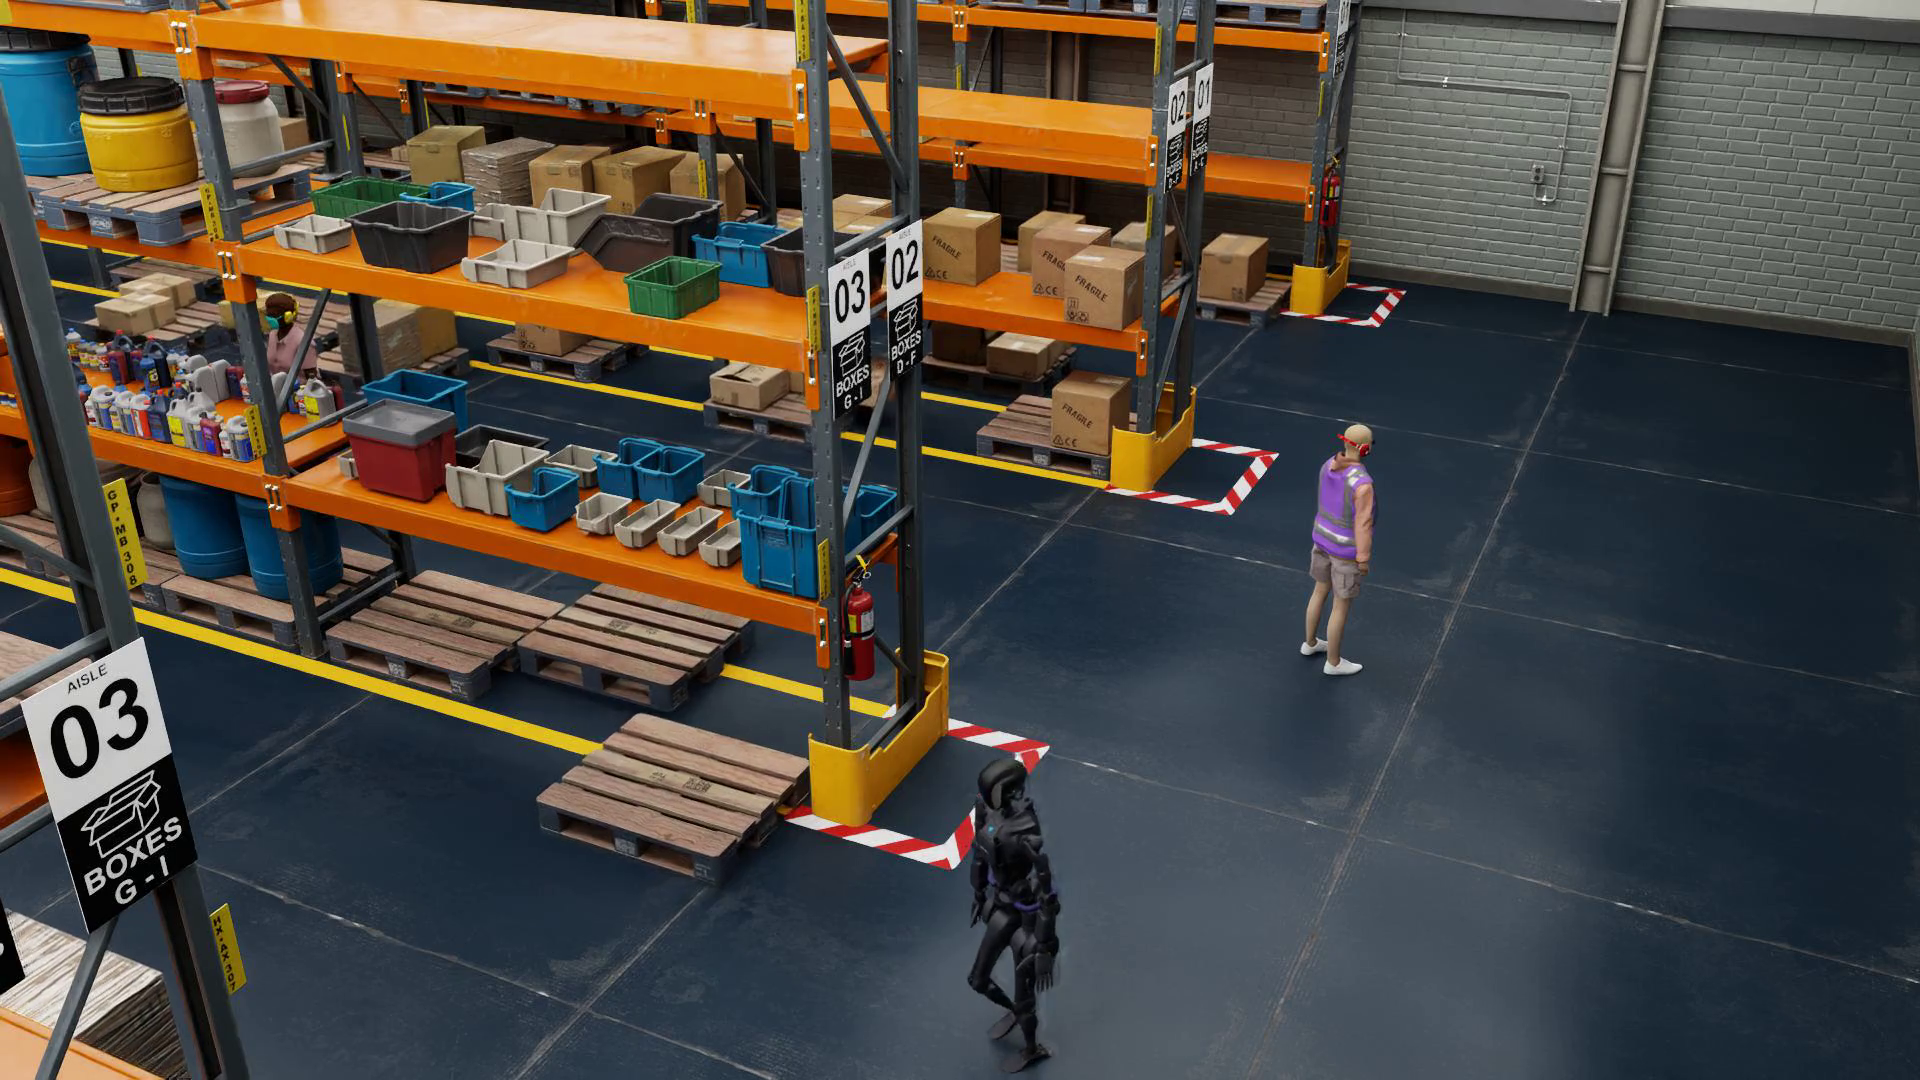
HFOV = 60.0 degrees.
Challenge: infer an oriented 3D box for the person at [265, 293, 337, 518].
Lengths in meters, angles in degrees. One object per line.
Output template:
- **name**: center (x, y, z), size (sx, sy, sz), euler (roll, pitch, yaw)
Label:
- **person**: center (-5.006, -1.018, 12.651), size (0.507, 1.793, 0.337), euler (15, 30, 28)

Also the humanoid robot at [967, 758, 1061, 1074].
- **humanoid robot**: center (0.257, 1.666, 7.350), size (0.355, 1.644, 0.609), euler (-17, 31, -30)

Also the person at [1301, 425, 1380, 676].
- **person**: center (2.424, 0.057, 10.590), size (0.348, 1.688, 0.491), euler (-11, 28, -21)
